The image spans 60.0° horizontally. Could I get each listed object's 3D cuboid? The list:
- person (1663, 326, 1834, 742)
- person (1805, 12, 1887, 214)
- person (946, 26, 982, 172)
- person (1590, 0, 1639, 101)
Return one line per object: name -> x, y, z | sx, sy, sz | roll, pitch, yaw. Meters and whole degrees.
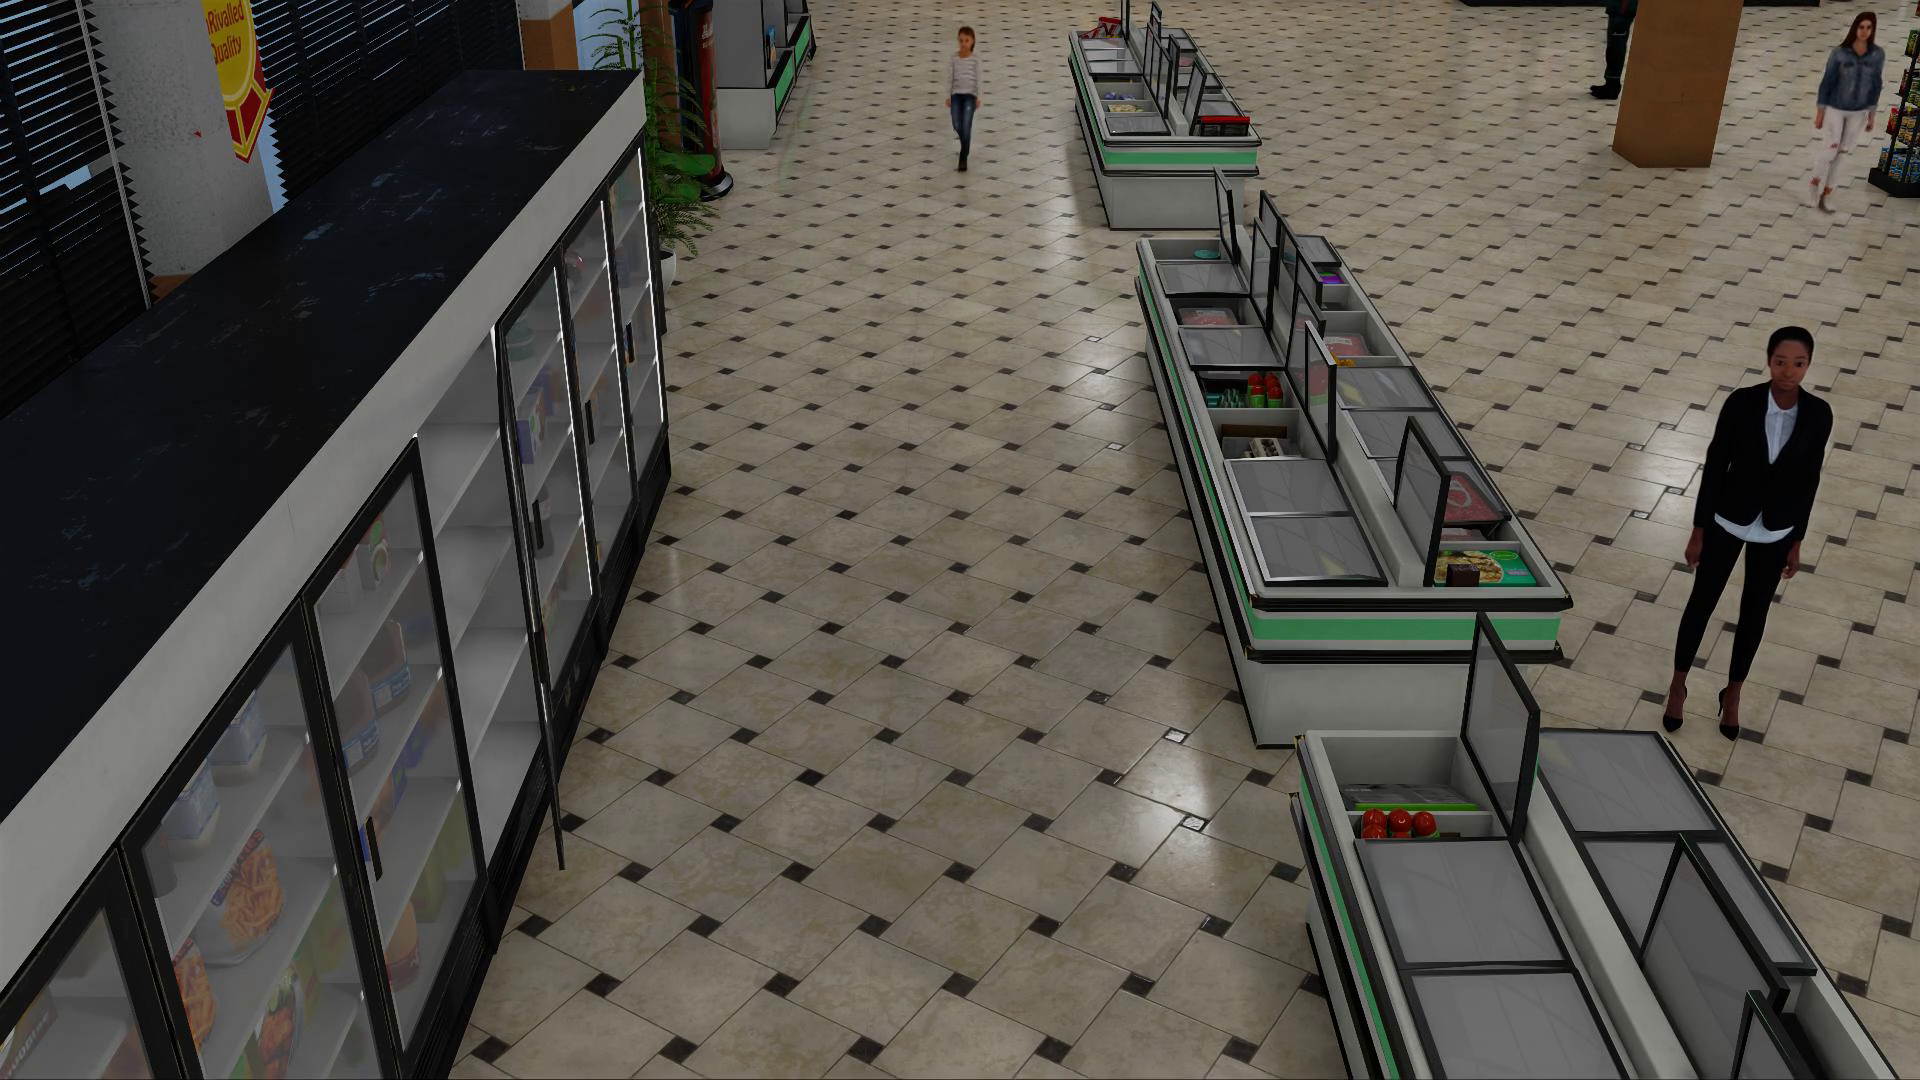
person -> 3.252, -0.006, 6.879 | 0.648, 1.834, 0.611 | 8, 28, 15
person -> 7.570, -3.677, 14.281 | 0.653, 1.687, 0.635 | 4, 27, 8
person -> 0.042, -4.179, 15.701 | 0.535, 1.300, 0.834 | 3, 27, 5
person -> 7.296, -5.813, 18.326 | 0.825, 1.839, 0.684 | 10, 28, 18
